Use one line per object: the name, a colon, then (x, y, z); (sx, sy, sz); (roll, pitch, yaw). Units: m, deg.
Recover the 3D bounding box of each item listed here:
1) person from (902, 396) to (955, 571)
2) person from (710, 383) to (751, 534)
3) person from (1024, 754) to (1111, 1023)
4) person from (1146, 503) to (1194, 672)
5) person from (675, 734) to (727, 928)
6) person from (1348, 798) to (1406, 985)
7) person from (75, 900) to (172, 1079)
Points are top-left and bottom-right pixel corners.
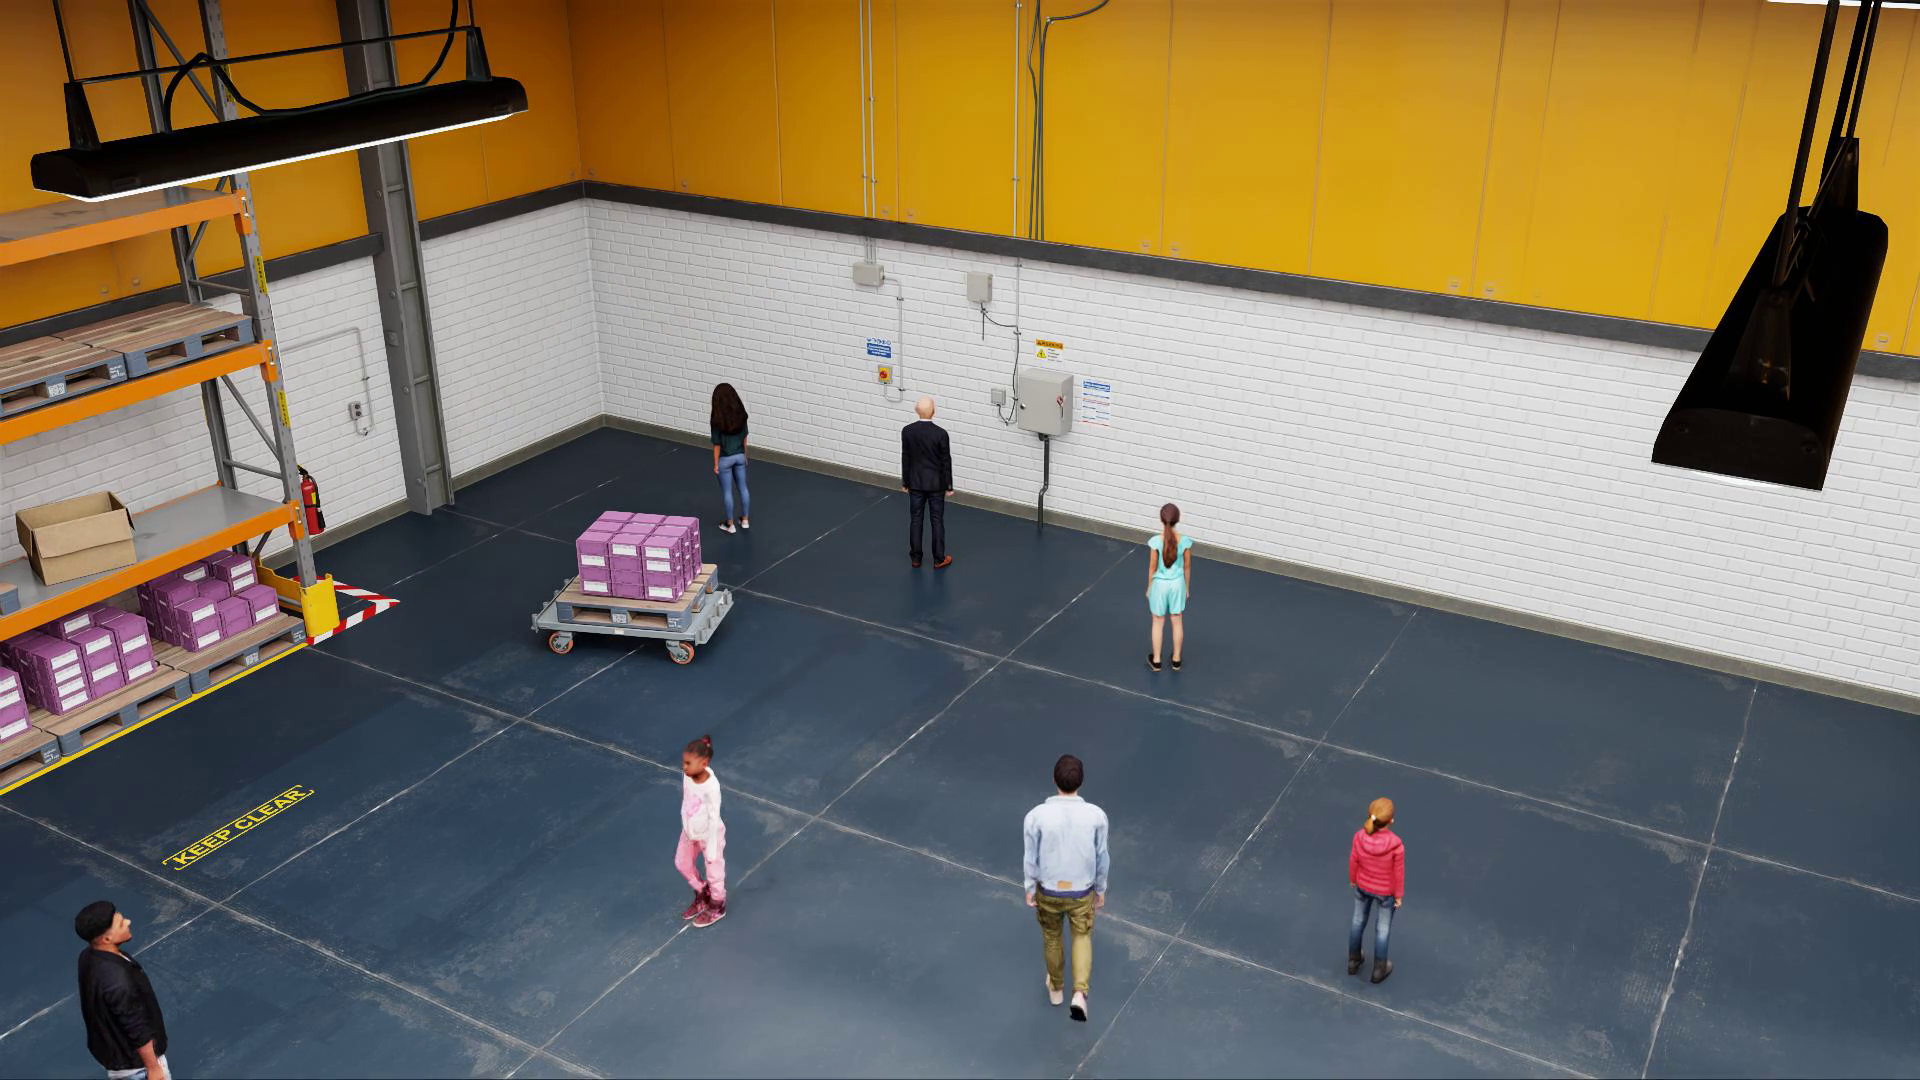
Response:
person: (-0.330, -0.572, 16.542); (0.735, 1.800, 0.680); (6, 24, 14)
person: (-2.404, -0.867, 17.446); (0.664, 1.615, 0.756); (-15, 28, -30)
person: (0.648, 2.188, 10.233); (0.955, 1.795, 1.069); (-1, 24, -2)
person: (1.826, 0.405, 14.608); (0.635, 1.558, 0.668); (-1, 24, -3)
person: (-1.685, 1.937, 11.249); (0.595, 1.441, 0.615); (-21, 31, -40)
person: (2.656, 2.250, 10.692); (0.541, 1.315, 0.542); (16, 29, 33)
person: (-4.493, 2.728, 8.973); (0.704, 1.815, 0.756); (-20, 31, -39)
